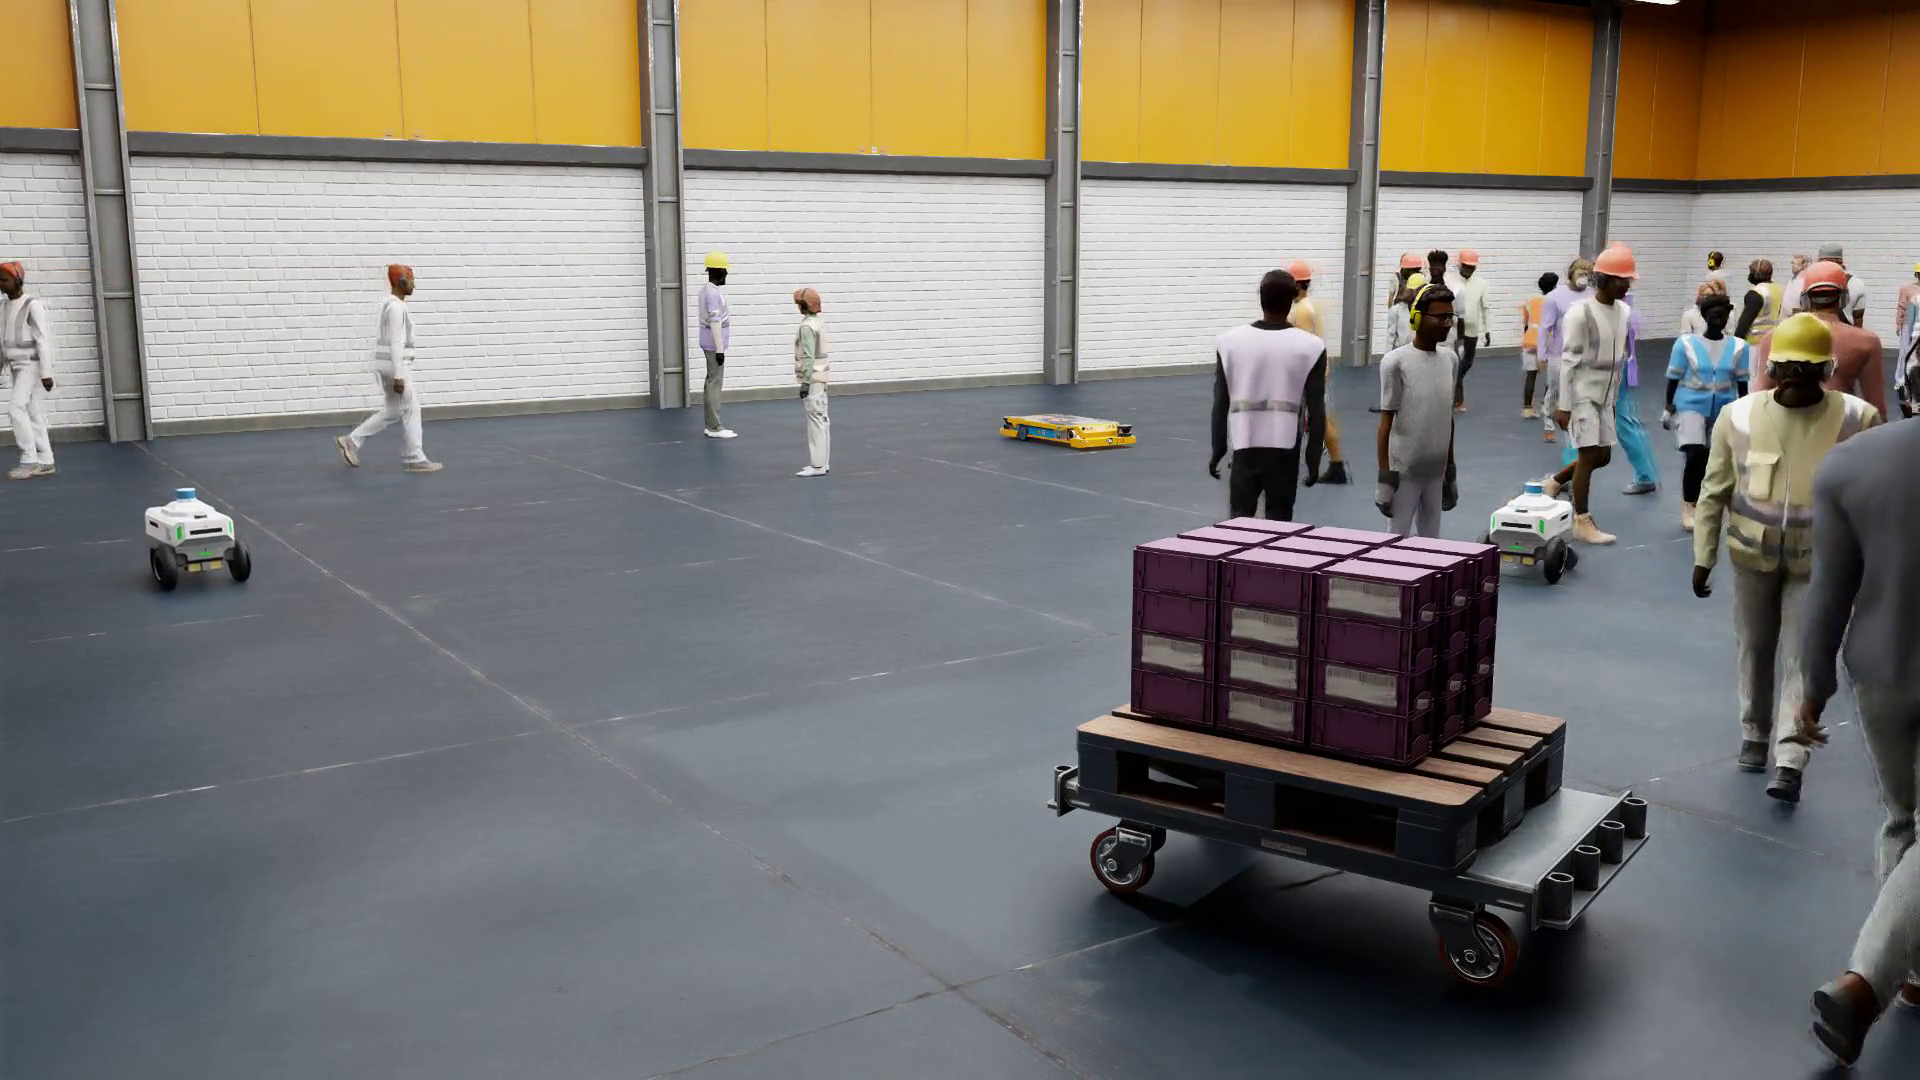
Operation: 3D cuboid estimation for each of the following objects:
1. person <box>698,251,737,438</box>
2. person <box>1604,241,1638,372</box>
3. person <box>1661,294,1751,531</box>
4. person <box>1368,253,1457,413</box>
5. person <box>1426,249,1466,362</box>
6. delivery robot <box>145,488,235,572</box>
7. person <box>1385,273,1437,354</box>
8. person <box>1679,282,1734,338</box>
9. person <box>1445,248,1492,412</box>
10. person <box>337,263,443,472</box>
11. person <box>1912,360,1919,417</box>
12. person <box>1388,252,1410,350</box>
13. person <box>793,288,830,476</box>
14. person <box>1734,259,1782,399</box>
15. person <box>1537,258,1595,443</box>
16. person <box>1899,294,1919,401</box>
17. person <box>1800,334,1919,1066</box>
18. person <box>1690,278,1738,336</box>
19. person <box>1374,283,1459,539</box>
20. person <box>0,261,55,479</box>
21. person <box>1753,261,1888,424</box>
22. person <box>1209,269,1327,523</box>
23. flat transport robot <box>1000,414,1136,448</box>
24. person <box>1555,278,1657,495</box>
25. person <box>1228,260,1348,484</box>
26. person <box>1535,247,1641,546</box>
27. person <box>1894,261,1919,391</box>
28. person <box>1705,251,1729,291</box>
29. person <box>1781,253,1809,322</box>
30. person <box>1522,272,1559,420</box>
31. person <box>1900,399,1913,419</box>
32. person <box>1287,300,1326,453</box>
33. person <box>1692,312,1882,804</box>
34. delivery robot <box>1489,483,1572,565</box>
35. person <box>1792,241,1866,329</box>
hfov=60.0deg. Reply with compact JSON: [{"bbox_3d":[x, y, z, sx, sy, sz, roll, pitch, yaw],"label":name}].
[{"bbox_3d":[-2.529,-2.024,17.278,0.363,1.928,0.587,-3,11,-14],"label":"person"},{"bbox_3d":[9.034,-3.095,22.891,0.533,2.023,0.628,-2,11,-11],"label":"person"},{"bbox_3d":[5.281,-0.889,11.719,0.556,1.671,0.600,1,10,5],"label":"person"},{"bbox_3d":[5.372,-2.411,19.506,0.972,1.901,0.552,2,10,9],"label":"person"},{"bbox_3d":[5.057,-2.107,17.681,0.625,1.953,0.468,3,11,16],"label":"person"},{"bbox_3d":[-4.671,-0.070,10.076,0.477,0.478,0.707,-9,13,-39],"label":"delivery robot"},{"bbox_3d":[4.436,-1.749,16.367,0.505,1.717,0.759,2,11,12],"label":"person"},{"bbox_3d":[7.622,-1.822,17.019,0.530,1.616,0.415,4,11,20],"label":"person"},{"bbox_3d":[6.067,-2.555,20.151,0.626,1.957,0.936,0,10,-1],"label":"person"},{"bbox_3d":[-5.063,-1.505,14.653,0.786,1.856,0.620,-5,11,-23],"label":"person"},{"bbox_3d":[4.878,-0.309,8.085,0.568,1.857,0.675,4,11,21],"label":"person"},{"bbox_3d":[6.672,-3.379,24.934,0.507,1.846,0.351,6,12,29],"label":"person"},{"bbox_3d":[-1.288,-1.369,14.491,0.315,1.636,0.515,1,10,8],"label":"person"},{"bbox_3d":[8.689,-2.184,18.421,0.661,1.826,0.637,-10,14,-44],"label":"person"},{"bbox_3d":[6.022,-1.840,16.445,0.656,1.877,1.078,1,10,5],"label":"person"},{"bbox_3d":[12.212,-2.551,21.020,0.716,1.615,0.515,-8,13,-38],"label":"person"},{"bbox_3d":[2.441,0.381,4.201,0.642,1.904,0.877,10,14,44],"label":"person"},{"bbox_3d":[8.395,-2.110,18.596,0.507,1.621,0.347,4,11,23],"label":"person"},{"bbox_3d":[2.220,-0.308,8.061,0.509,1.860,0.317,-6,12,-32],"label":"person"},{"bbox_3d":[-8.165,-1.454,14.345,0.579,1.866,0.647,7,13,35],"label":"person"},{"bbox_3d":[4.777,-0.565,9.245,0.669,1.932,1.034,8,13,37],"label":"person"},{"bbox_3d":[1.643,-0.490,8.925,0.623,1.905,0.489,3,11,18],"label":"person"},{"bbox_3d":[1.077,-1.120,16.864,0.652,0.197,1.431,-7,12,-33],"label":"flat transport robot"},{"bbox_3d":[5.211,-1.248,13.403,0.955,1.796,0.581,1,10,5],"label":"person"},{"bbox_3d":[2.822,-1.401,13.994,1.010,1.880,0.565,4,11,21],"label":"person"},{"bbox_3d":[4.247,-0.988,11.355,0.627,2.017,0.723,-7,12,-32],"label":"person"},{"bbox_3d":[12.934,-2.888,22.461,0.525,1.769,0.316,4,11,21],"label":"person"},{"bbox_3d":[11.454,-3.455,25.332,0.502,1.853,0.501,-4,11,-23],"label":"person"},{"bbox_3d":[11.934,-3.125,23.518,0.933,1.868,0.636,0,10,2],"label":"person"},{"bbox_3d":[6.645,-2.201,18.911,0.517,1.673,0.555,-8,13,-36],"label":"person"},{"bbox_3d":[10.492,-2.090,17.731,0.527,1.891,0.675,2,10,8],"label":"person"},{"bbox_3d":[3.044,-1.535,15.097,0.571,1.739,0.549,1,10,6],"label":"person"},{"bbox_3d":[3.043,0.068,6.176,0.621,1.791,0.896,7,12,33],"label":"person"},{"bbox_3d":[3.541,-0.111,10.299,0.477,0.478,0.707,7,12,33],"label":"delivery robot"},{"bbox_3d":[8.874,-2.051,17.118,0.689,2.000,0.537,2,11,12],"label":"person"}]
